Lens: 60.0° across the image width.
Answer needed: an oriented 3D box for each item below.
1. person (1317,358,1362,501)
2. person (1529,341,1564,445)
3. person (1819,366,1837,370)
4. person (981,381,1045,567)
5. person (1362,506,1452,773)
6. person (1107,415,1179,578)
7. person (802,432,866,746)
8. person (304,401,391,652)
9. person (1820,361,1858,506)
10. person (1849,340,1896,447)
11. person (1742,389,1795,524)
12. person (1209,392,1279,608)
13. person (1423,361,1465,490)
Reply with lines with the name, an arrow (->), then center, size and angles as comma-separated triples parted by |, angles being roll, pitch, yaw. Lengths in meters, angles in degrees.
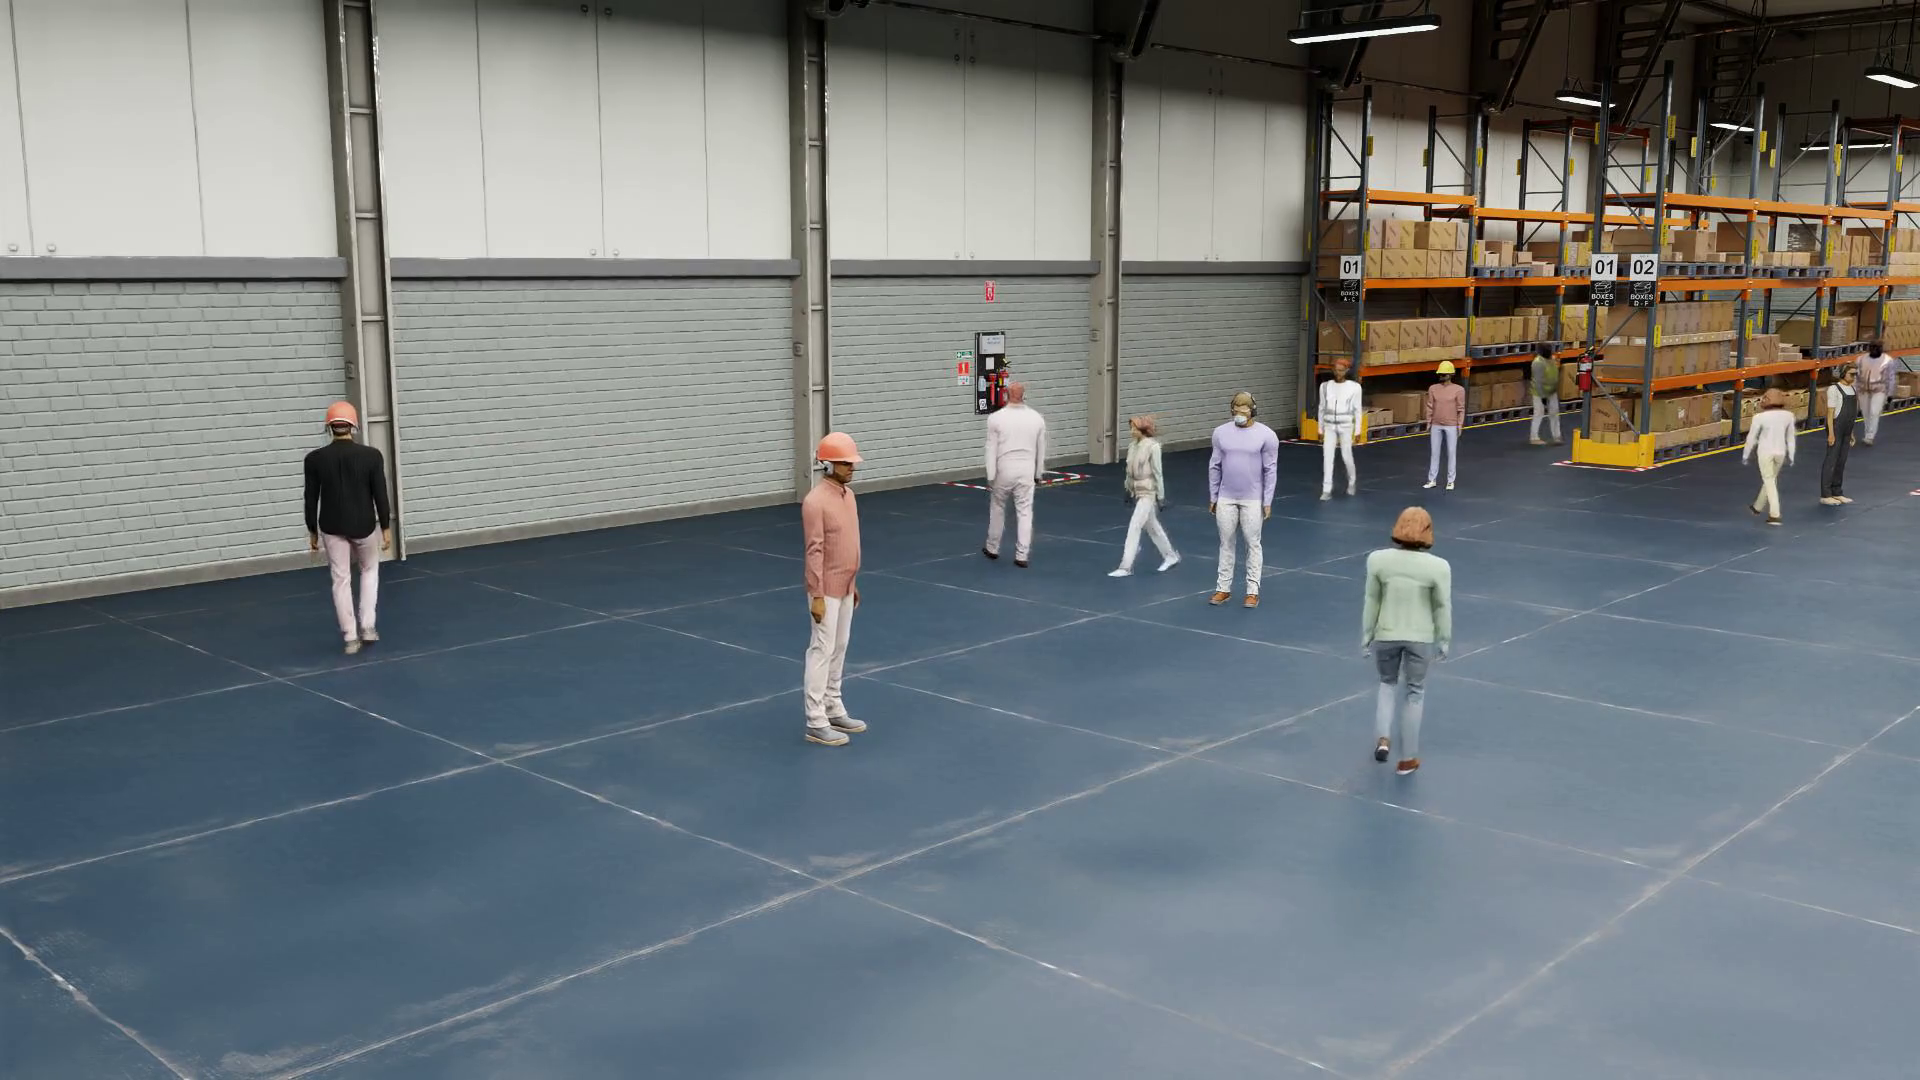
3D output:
person -> 4.981, -1.464, 21.830 | 0.592, 1.868, 0.743 | 5, 11, 29
person -> 9.981, -2.474, 28.229 | 0.700, 1.792, 0.717 | -5, 11, -29
person -> 19.242, -3.970, 37.036 | 0.358, 1.882, 0.574 | -9, 13, -44
person -> 0.520, -0.690, 17.079 | 0.668, 1.861, 0.942 | -3, 10, -17
person -> 2.688, 0.597, 9.992 | 0.519, 1.617, 0.346 | 5, 11, 27
person -> 1.847, -0.444, 16.428 | 0.859, 1.592, 0.524 | -4, 10, -23
person -> -0.795, 0.300, 10.661 | 0.396, 1.993, 0.617 | 3, 10, 19
person -> -4.864, -0.116, 13.240 | 0.652, 1.972, 0.630 | -3, 10, -15
person -> 11.274, -1.366, 21.280 | 0.508, 1.845, 0.345 | -6, 11, -32
person -> 15.456, -2.487, 28.251 | 0.932, 1.798, 0.636 | -9, 13, -42
person -> 9.628, -1.010, 19.859 | 0.528, 1.581, 0.856 | -1, 9, -4
person -> 2.516, -0.361, 14.876 | 0.629, 1.937, 0.373 | 5, 11, 28
person -> 6.617, -1.561, 22.713 | 0.526, 1.765, 0.329 | 7, 12, 36
